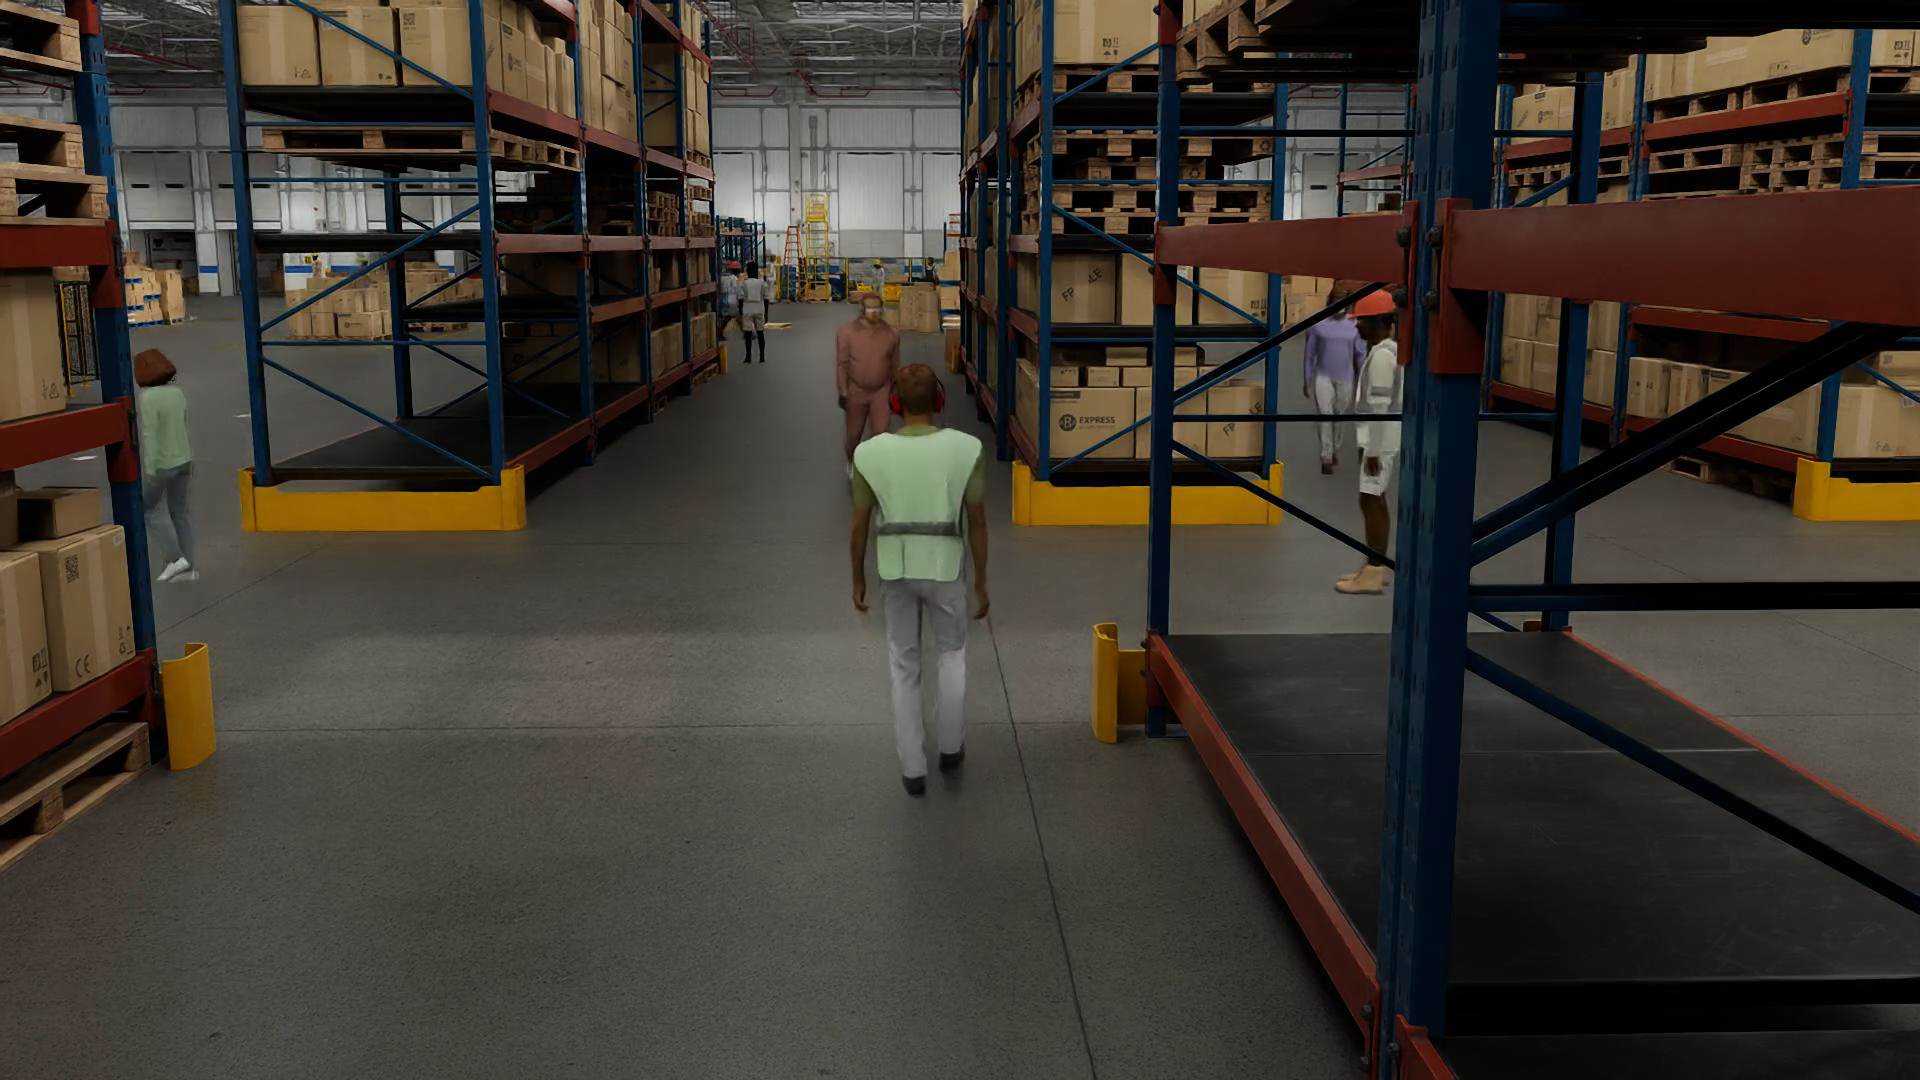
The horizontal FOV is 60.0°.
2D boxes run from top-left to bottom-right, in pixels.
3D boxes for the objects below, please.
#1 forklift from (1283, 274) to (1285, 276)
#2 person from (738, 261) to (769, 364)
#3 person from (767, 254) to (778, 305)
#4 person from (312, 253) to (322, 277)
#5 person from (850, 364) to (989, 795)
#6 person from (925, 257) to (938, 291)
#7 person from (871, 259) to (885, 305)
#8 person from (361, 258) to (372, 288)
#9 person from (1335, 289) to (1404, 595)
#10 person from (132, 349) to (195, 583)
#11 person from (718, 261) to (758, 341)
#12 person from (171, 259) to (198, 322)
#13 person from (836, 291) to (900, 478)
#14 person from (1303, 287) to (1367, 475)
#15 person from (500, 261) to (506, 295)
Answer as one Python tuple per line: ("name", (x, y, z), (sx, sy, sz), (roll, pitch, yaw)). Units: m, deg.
("forklift", (12.433, -10.159, 61.717), (1.129, 2.768, 1.873), (-5, 11, -27))
("person", (-3.975, -4.362, 31.962), (0.614, 1.965, 0.361), (-4, 11, -21))
("person", (-6.909, -9.650, 61.685), (0.472, 1.872, 0.621), (-2, 10, -13))
("person", (-26.040, -10.691, 67.334), (0.364, 1.928, 0.586), (1, 10, 7))
("person", (-0.176, 0.146, 7.236), (0.587, 1.820, 0.718), (0, 10, 0))
("person", (-0.960, -8.374, 54.655), (0.504, 1.847, 0.345), (8, 13, 38))
("person", (-2.853, -8.833, 57.501), (0.492, 1.740, 0.321), (5, 11, 24))
("person", (-22.724, -9.959, 63.829), (0.882, 1.727, 0.528), (-2, 10, -11))
("person", (2.763, -0.656, 11.123), (0.400, 2.036, 0.617), (3, 11, 17))
("person", (-5.441, -0.494, 11.383), (0.356, 1.615, 0.526), (1, 10, 6))
("person", (-5.357, -5.651, 39.403), (1.033, 1.889, 0.545), (-2, 10, -12))
("person", (-22.797, -7.293, 48.718), (0.947, 1.820, 0.498), (1, 10, 4))
("person", (-0.883, -1.445, 15.961), (0.640, 1.882, 0.834), (-2, 10, -11))
("person", (3.853, -1.655, 17.121), (0.631, 1.897, 0.988), (1, 10, 6))
("person", (-14.627, -7.938, 52.319), (0.913, 1.804, 0.658), (-4, 11, -22))
